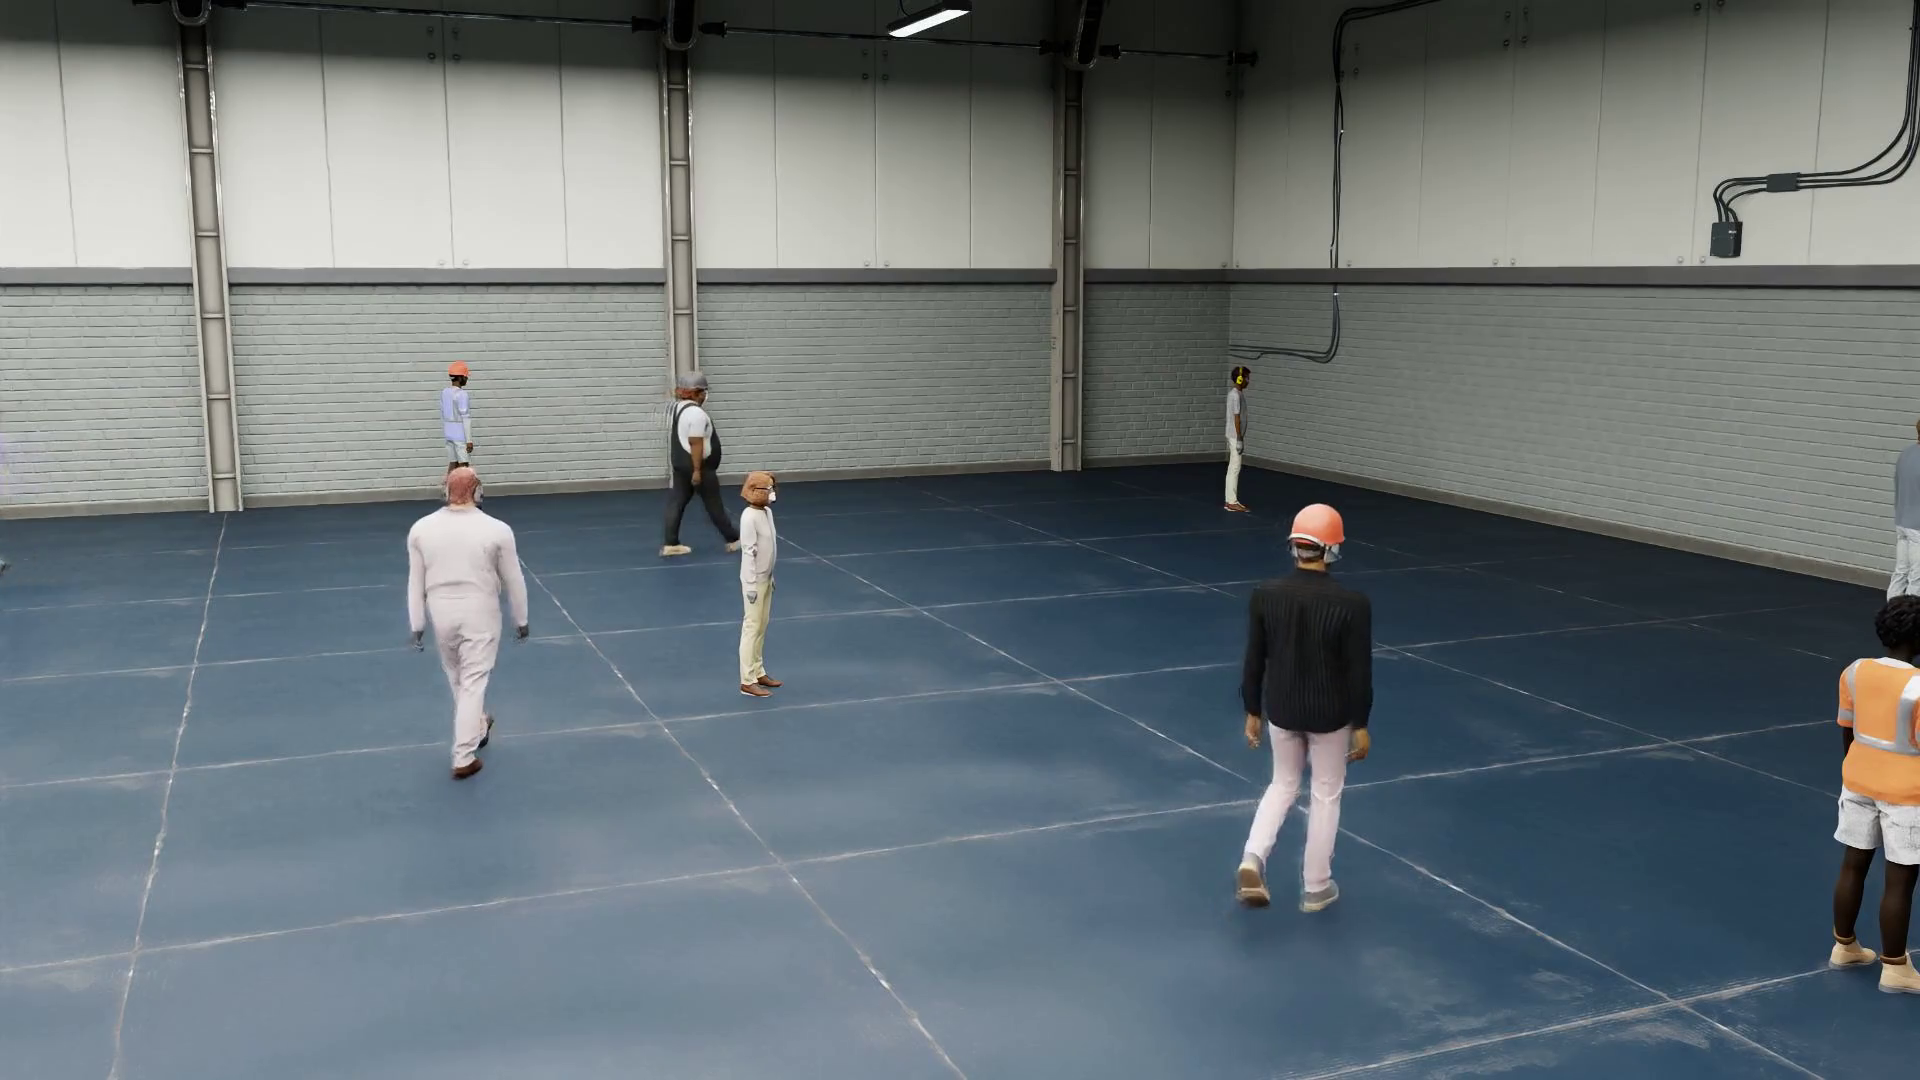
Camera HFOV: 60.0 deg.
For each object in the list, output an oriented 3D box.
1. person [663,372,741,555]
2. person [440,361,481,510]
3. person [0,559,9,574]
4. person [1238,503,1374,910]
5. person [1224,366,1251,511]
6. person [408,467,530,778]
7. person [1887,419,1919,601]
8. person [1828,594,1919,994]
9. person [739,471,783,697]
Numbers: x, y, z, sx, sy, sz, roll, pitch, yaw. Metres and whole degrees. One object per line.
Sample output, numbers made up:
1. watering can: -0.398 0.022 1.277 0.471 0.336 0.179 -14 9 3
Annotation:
1. person: -2.776 -0.855 18.087 1.033 2.000 0.704 -6 11 -31
2. person: -6.424 -1.328 21.382 0.552 1.934 0.373 8 12 40
3. person: -9.465 -0.398 15.859 0.435 1.832 0.598 -6 11 -32
4. person: 1.611 0.816 7.798 0.619 1.976 0.643 7 11 36
5. person: 3.593 -1.306 21.454 0.328 1.871 0.510 0 9 1
6. person: -3.004 0.473 10.308 0.677 1.854 0.977 1 9 4
7. person: 7.790 -0.070 13.477 0.367 1.939 0.635 0 9 3
8. person: 3.968 1.068 7.084 0.318 1.698 0.535 -3 9 -17
9. person: -1.453 0.306 12.071 0.266 1.631 0.507 2 9 10
